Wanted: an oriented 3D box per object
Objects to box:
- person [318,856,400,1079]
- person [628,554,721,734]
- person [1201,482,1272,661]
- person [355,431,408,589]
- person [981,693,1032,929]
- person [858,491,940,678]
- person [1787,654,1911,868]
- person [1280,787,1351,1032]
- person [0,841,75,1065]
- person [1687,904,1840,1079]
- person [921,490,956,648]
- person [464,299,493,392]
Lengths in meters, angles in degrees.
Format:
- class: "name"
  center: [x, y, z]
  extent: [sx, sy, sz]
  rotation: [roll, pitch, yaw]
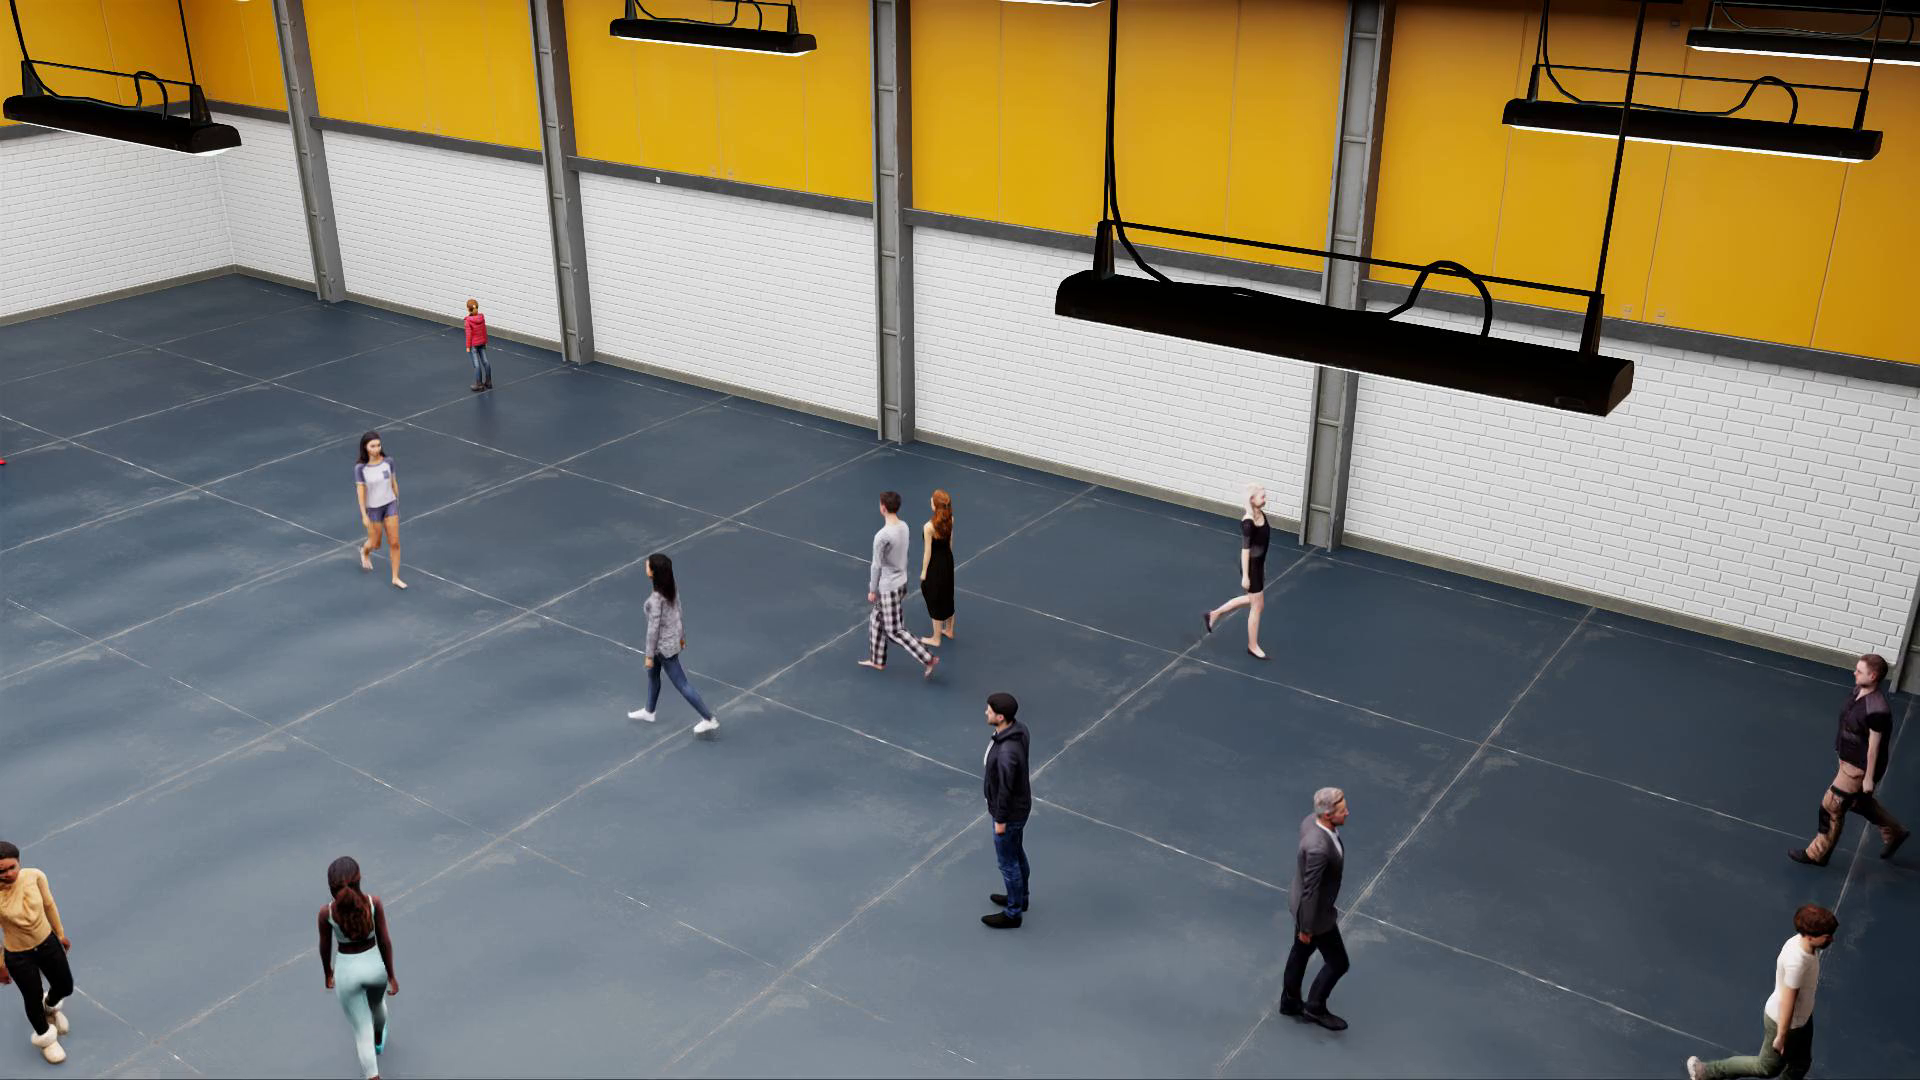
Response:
- class: "person"
  center: [-3.739, 2.801, 10.398]
  extent: [0.960, 1.681, 1.187]
  rotation: [-10, 25, -21]
- class: "person"
  center: [-2.502, 0.949, 14.623]
  extent: [1.232, 1.691, 0.909]
  rotation: [6, 24, 14]
- class: "person"
  center: [2.728, 0.284, 15.993]
  extent: [1.023, 1.811, 0.727]
  rotation: [10, 25, 21]
- class: "person"
  center: [-6.144, -0.339, 17.537]
  extent: [0.711, 1.716, 0.950]
  rotation: [-19, 30, -37]
- class: "person"
  center: [0.371, 1.948, 12.090]
  extent: [0.724, 1.888, 0.751]
  rotation: [4, 24, 10]
- class: "person"
  center: [-0.563, 0.469, 15.573]
  extent: [1.126, 1.809, 0.760]
  rotation: [9, 25, 21]
- class: "person"
  center: [6.999, 1.724, 12.714]
  extent: [1.241, 1.799, 0.990]
  rotation: [4, 24, 10]
- class: "person"
  center: [2.284, 2.433, 11.061]
  extent: [0.876, 1.824, 0.878]
  rotation: [4, 24, 8]
- class: "person"
  center: [-6.079, 2.633, 10.822]
  extent: [0.694, 1.649, 0.642]
  rotation: [19, 30, 37]
- class: "person"
  center: [4.984, 2.916, 10.194]
  extent: [1.031, 1.633, 0.595]
  rotation: [17, 29, 34]
- class: "person"
  center: [-0.201, 0.264, 16.271]
  extent: [0.582, 1.625, 0.572]
  rotation: [18, 29, 36]
- class: "person"
  center: [-6.851, -2.778, 23.615]
  extent: [0.480, 1.317, 0.509]
  rotation: [15, 28, 31]
